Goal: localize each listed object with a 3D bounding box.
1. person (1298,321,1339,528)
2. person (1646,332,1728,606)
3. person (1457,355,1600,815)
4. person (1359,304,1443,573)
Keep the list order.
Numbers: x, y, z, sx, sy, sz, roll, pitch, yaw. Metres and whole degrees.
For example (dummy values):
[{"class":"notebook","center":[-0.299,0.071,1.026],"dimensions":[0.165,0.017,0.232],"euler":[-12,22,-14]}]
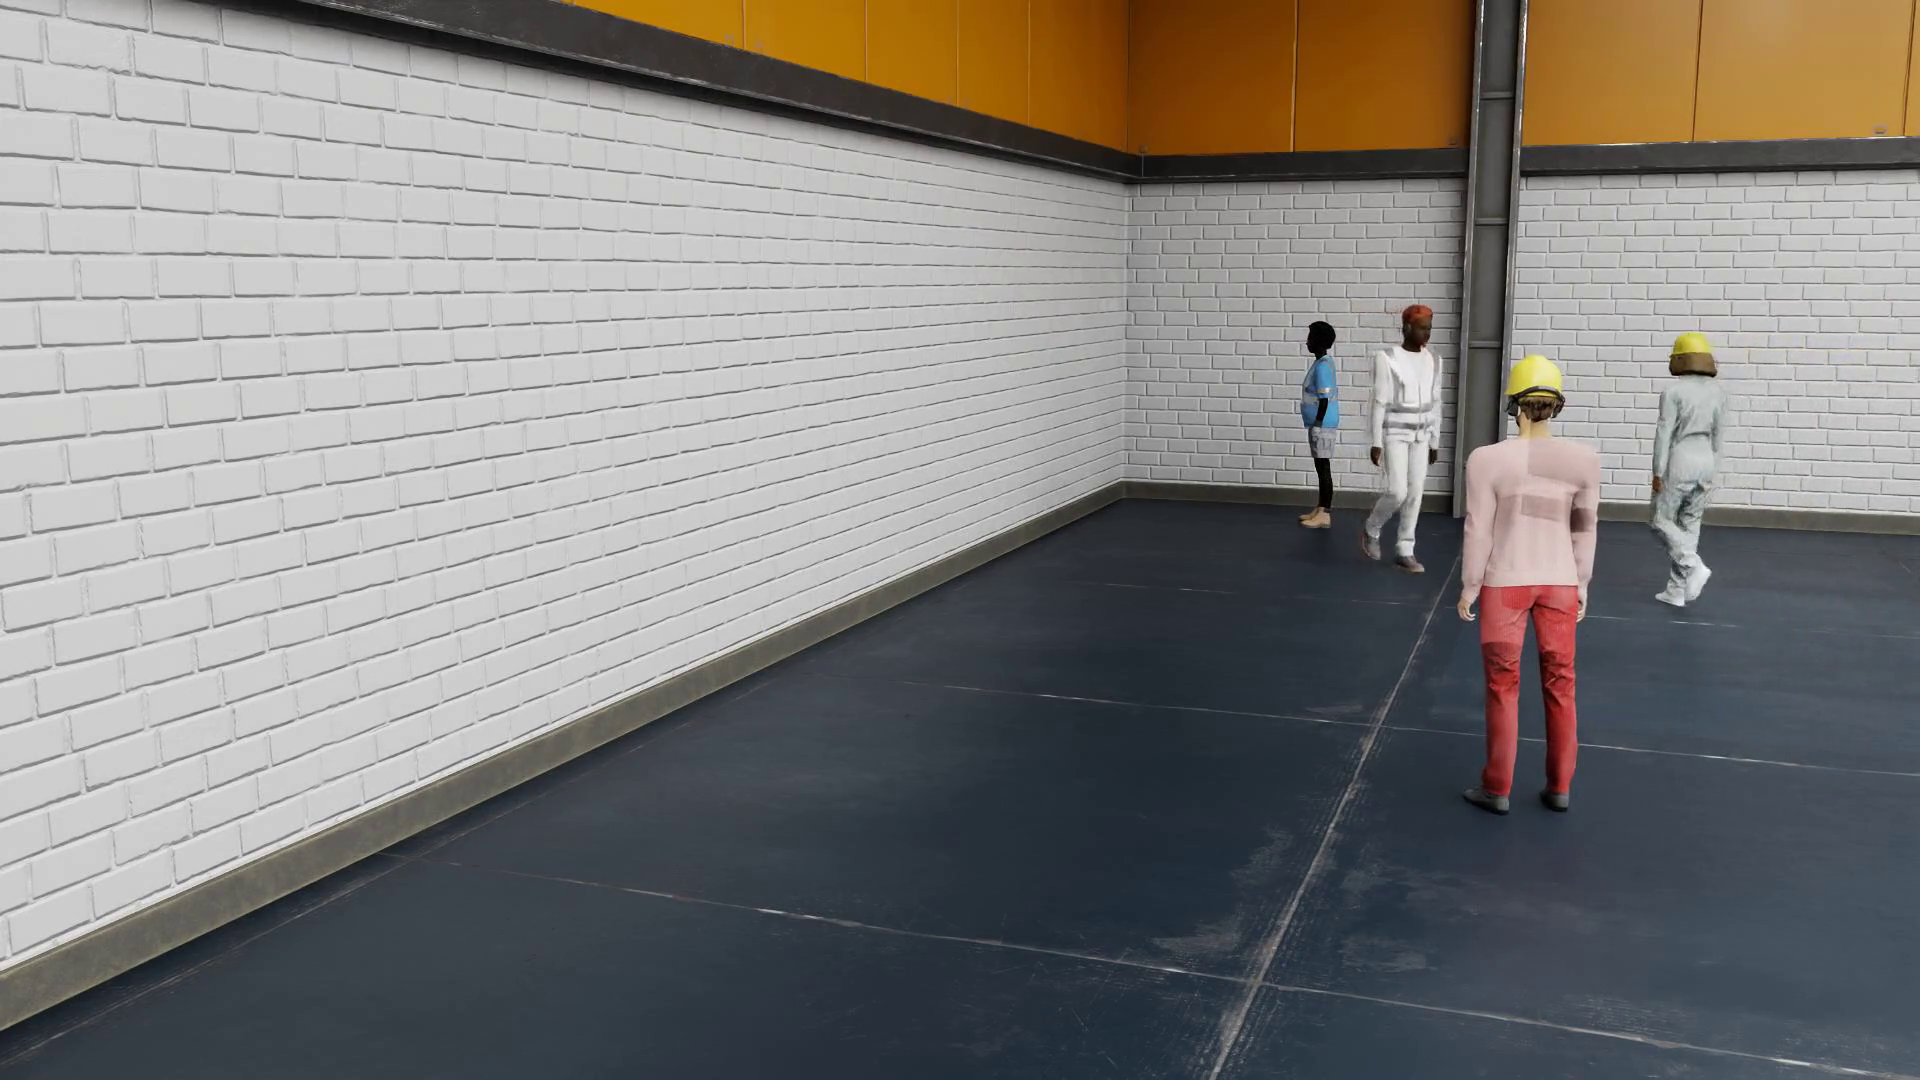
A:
[{"class":"person","center":[2.953,-0.945,13.667],"dimensions":[0.321,1.697,0.529],"euler":[2,9,12]},{"class":"person","center":[4.539,-0.422,10.306],"dimensions":[0.518,1.715,0.543],"euler":[-3,9,-16]},{"class":"person","center":[2.170,0.178,6.397],"dimensions":[0.526,1.768,0.331],"euler":[-1,9,-3]},{"class":"person","center":[3.092,-0.703,11.600],"dimensions":[0.596,1.870,0.481],"euler":[-4,10,-23]}]
